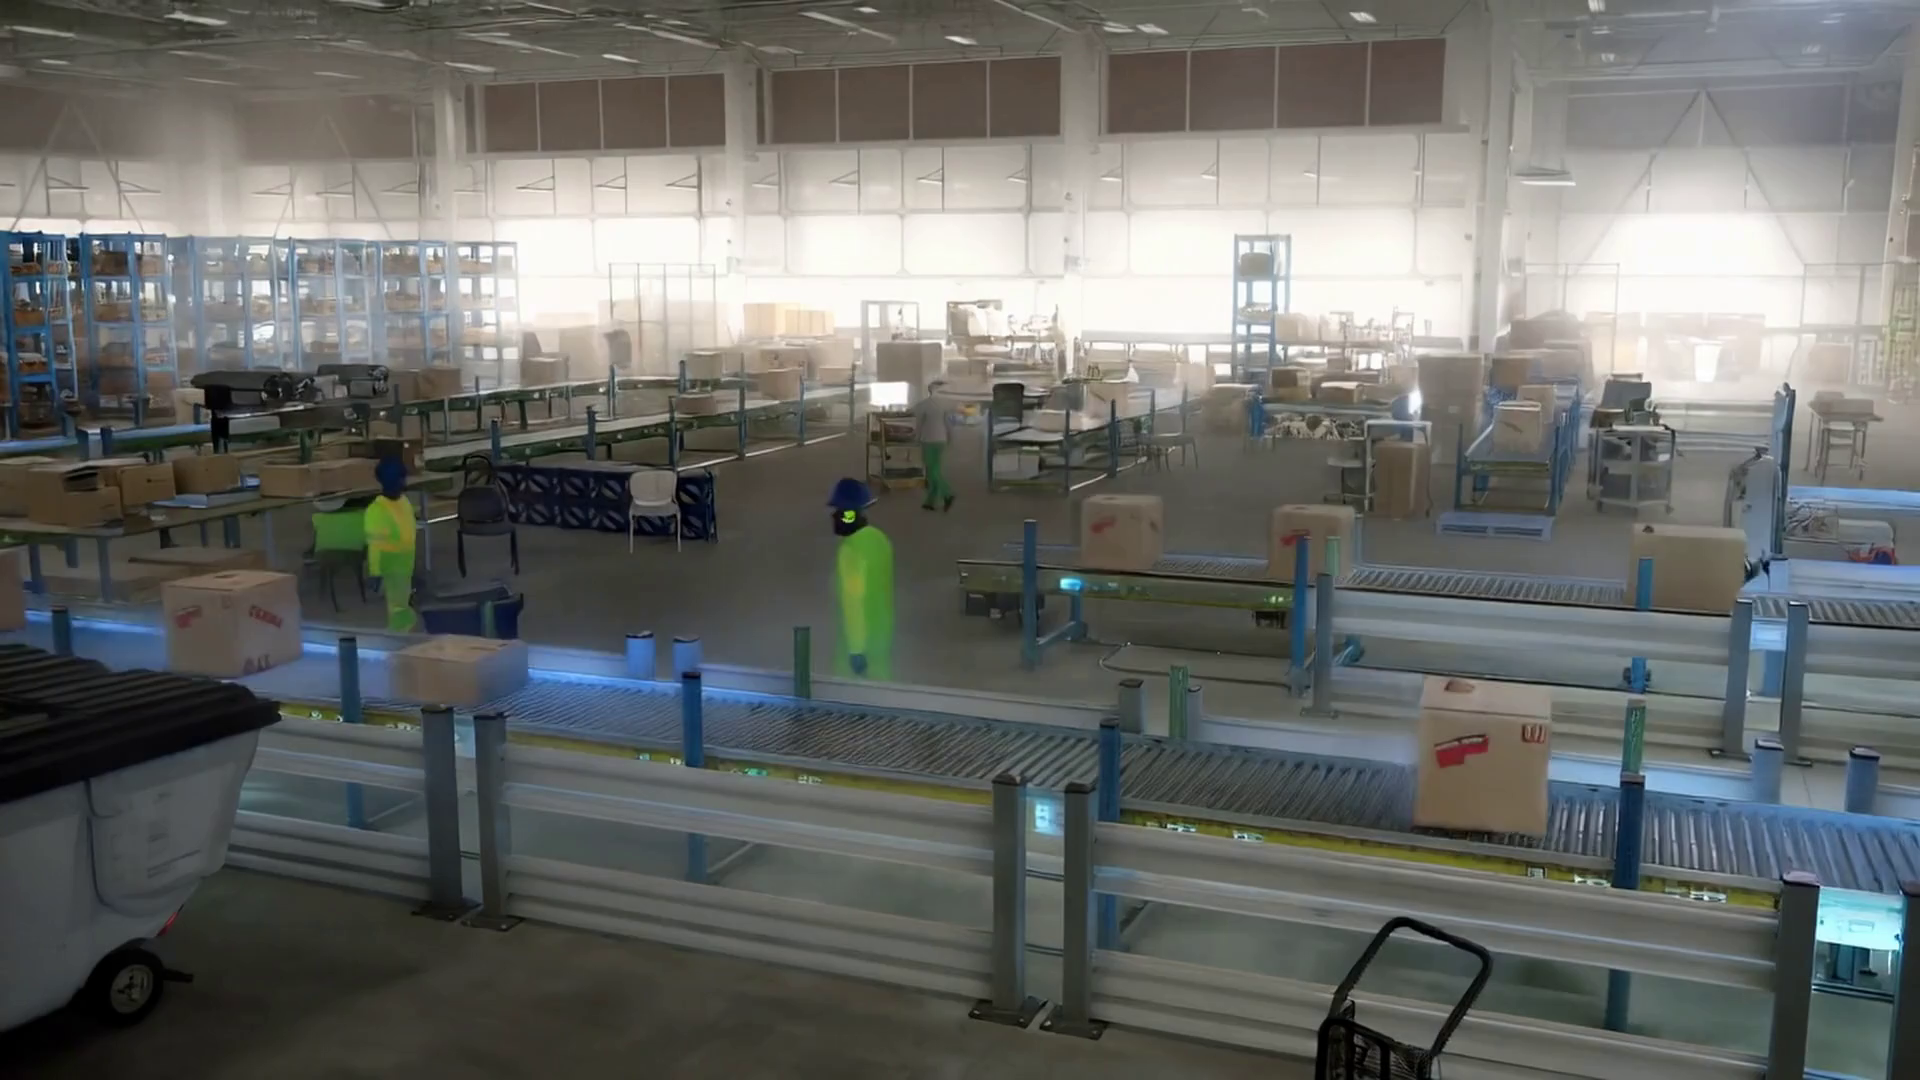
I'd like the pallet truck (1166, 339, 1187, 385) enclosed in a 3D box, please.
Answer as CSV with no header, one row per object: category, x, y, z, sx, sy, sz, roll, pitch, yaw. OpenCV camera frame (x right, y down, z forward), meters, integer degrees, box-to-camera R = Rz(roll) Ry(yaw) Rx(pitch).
pallet truck,5.418,-4.269,40.420,0.704,1.261,1.522,3,10,20

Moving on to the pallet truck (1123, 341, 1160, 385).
pallet truck,4.445,-4.380,41.279,0.680,1.201,1.601,4,10,22

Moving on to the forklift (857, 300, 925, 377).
forklift,-1.732,-5.109,42.468,1.157,1.987,2.680,4,10,22

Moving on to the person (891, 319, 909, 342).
person,-1.340,-4.074,37.602,0.403,1.830,0.600,-6,11,-31

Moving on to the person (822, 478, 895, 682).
person,-0.693,0.534,9.732,0.773,1.805,0.621,3,10,19

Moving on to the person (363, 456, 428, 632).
person,-3.986,0.233,11.928,0.521,1.678,0.557,1,9,8

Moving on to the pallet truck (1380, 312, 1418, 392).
pallet truck,10.207,-4.283,38.369,0.823,1.965,1.885,3,10,20

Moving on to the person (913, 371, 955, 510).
person,-0.286,-1.215,20.533,0.526,1.744,0.673,-8,13,-41

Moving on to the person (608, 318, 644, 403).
person,-7.430,-3.975,36.874,0.679,1.864,0.933,5,10,26

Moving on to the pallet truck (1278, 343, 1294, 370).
pallet truck,7.886,-4.163,39.743,0.653,1.274,1.630,4,10,22

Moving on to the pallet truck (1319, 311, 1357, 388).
pallet truck,9.071,-4.419,39.190,0.823,1.965,1.885,5,10,26

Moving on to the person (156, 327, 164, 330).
person,-17.937,-4.030,37.354,0.575,1.830,0.410,-7,11,-35

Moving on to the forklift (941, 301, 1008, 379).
forklift,0.365,-4.966,41.571,1.157,1.987,2.680,3,10,20
